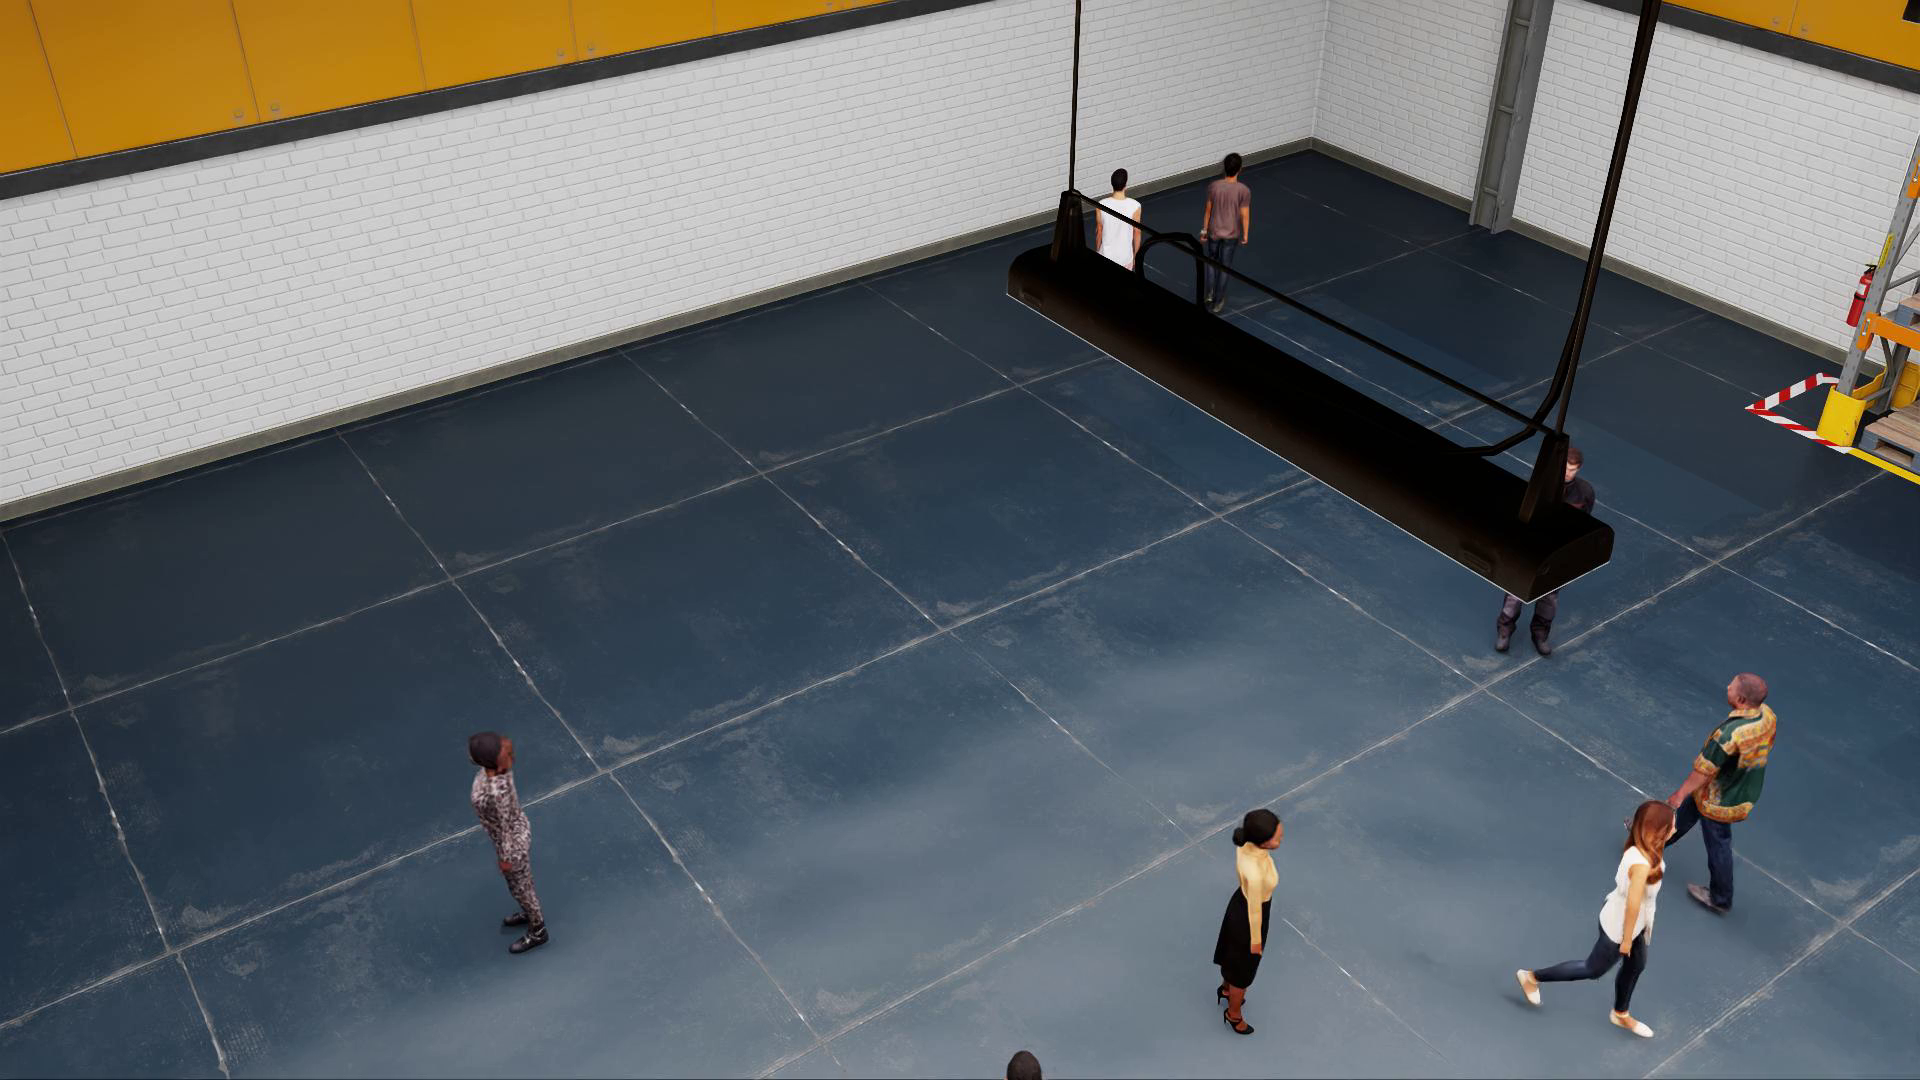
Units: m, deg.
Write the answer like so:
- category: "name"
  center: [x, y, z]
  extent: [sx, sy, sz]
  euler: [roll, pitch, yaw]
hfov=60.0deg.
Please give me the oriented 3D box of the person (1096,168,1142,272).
- category: "person"
  center: [1.645, -3.040, 17.550]
  extent: [0.724, 1.789, 0.783]
  euler: [5, 34, 8]

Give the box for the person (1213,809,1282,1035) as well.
- category: "person"
  center: [1.684, 2.223, 9.754]
  extent: [0.716, 1.654, 0.632]
  euler: [0, 34, 0]

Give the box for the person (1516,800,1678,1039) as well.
- category: "person"
  center: [3.771, 2.192, 9.709]
  extent: [1.144, 1.756, 0.911]
  euler: [17, 37, 24]

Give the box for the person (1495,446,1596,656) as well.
- category: "person"
  center: [4.520, 0.062, 12.837]
  extent: [0.782, 1.840, 0.835]
  euler: [5, 34, 7]

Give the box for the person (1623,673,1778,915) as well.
- category: "person"
  center: [4.893, 1.647, 10.515]
  extent: [0.752, 1.771, 1.108]
  euler: [-24, 41, -32]

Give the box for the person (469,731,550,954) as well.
- category: "person"
  center: [-2.782, 1.842, 10.273]
  extent: [0.689, 1.714, 0.561]
  euler: [-9, 35, -14]

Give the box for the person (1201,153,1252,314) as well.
- category: "person"
  center: [2.823, -3.269, 17.918]
  extent: [0.743, 1.763, 0.826]
  euler: [11, 35, 16]
